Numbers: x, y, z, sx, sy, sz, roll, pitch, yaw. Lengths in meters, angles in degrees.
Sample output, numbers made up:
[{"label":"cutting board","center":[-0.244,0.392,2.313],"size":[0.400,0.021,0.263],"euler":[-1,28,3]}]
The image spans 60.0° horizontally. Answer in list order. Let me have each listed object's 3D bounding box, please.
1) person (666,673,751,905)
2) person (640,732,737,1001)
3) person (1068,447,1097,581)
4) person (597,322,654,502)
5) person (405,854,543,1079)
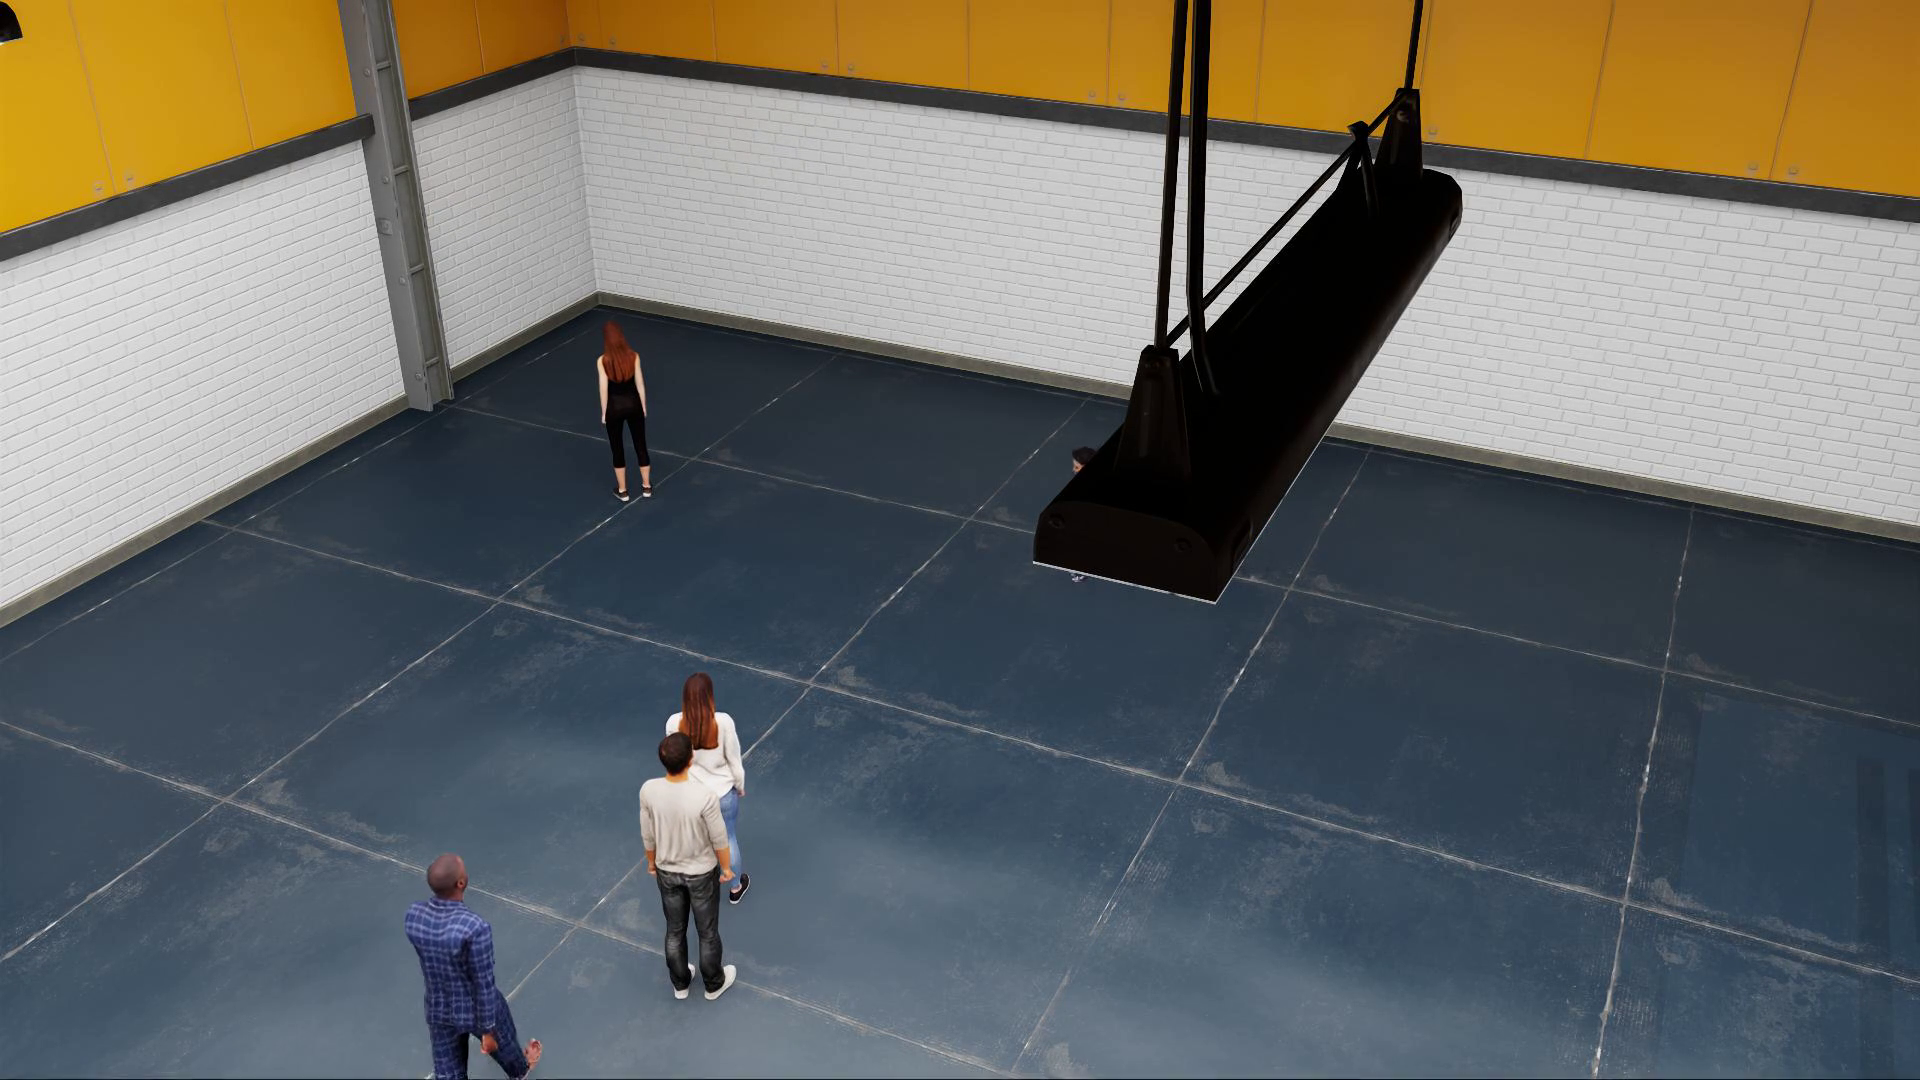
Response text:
[{"label":"person","center":[-1.554,1.547,10.297],"size":[0.696,1.692,0.690],"euler":[0,29,0]},{"label":"person","center":[-1.572,1.883,9.556],"size":[0.715,1.811,0.630],"euler":[5,29,9]},{"label":"person","center":[1.094,-0.237,14.064],"size":[0.654,1.216,0.558],"euler":[-4,29,-7]},{"label":"person","center":[-3.089,-1.185,15.273],"size":[0.648,1.723,0.707],"euler":[-10,30,-17]},{"label":"person","center":[-2.593,2.470,8.517],"size":[0.804,1.776,1.157],"euler":[8,30,15]}]
